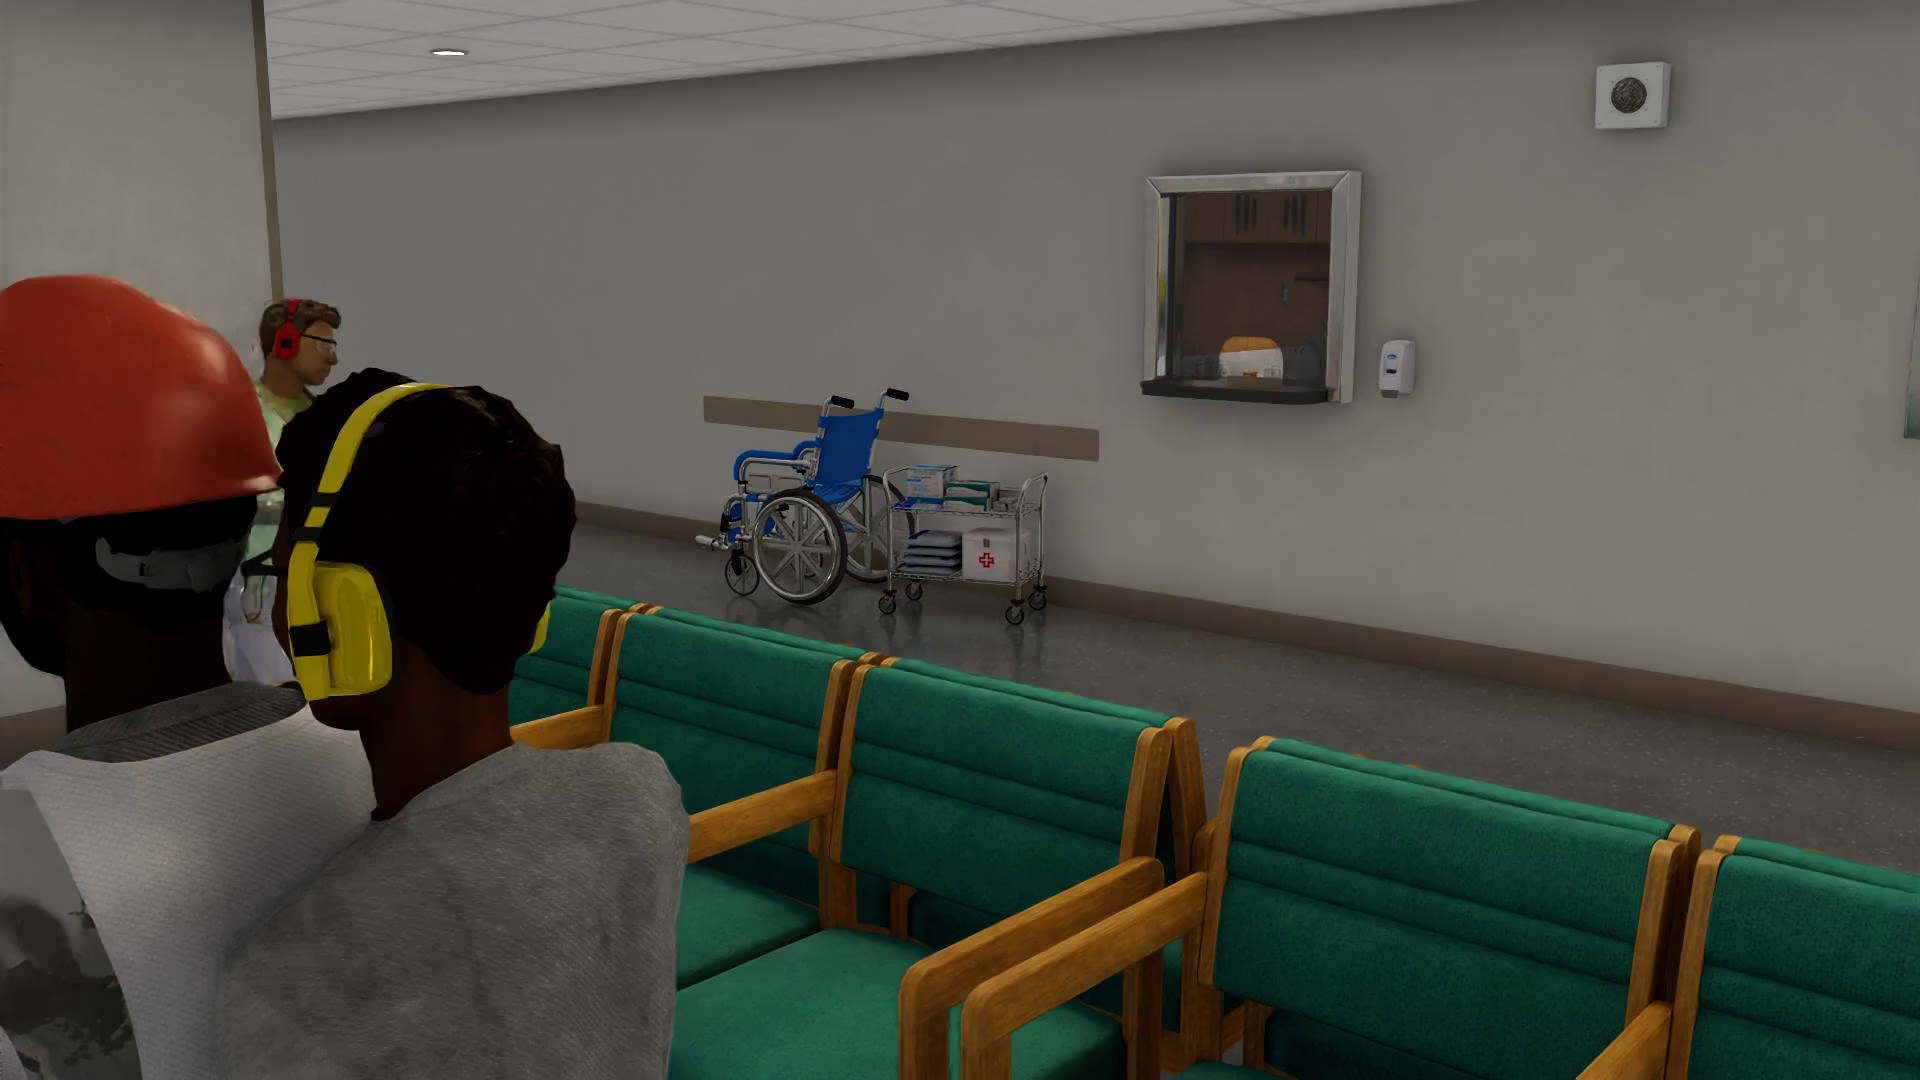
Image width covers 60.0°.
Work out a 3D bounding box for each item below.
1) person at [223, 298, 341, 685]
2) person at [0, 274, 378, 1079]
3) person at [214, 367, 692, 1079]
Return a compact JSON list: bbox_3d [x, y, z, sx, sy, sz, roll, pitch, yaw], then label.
[{"bbox_3d":[-2.079,0.167,5.139,0.692,1.802,0.607,1,10,7],"label":"person"},{"bbox_3d":[-0.646,0.753,1.421,0.355,1.938,0.544,6,11,29],"label":"person"},{"bbox_3d":[-0.398,0.798,1.358,0.318,1.870,0.531,3,10,18],"label":"person"}]
